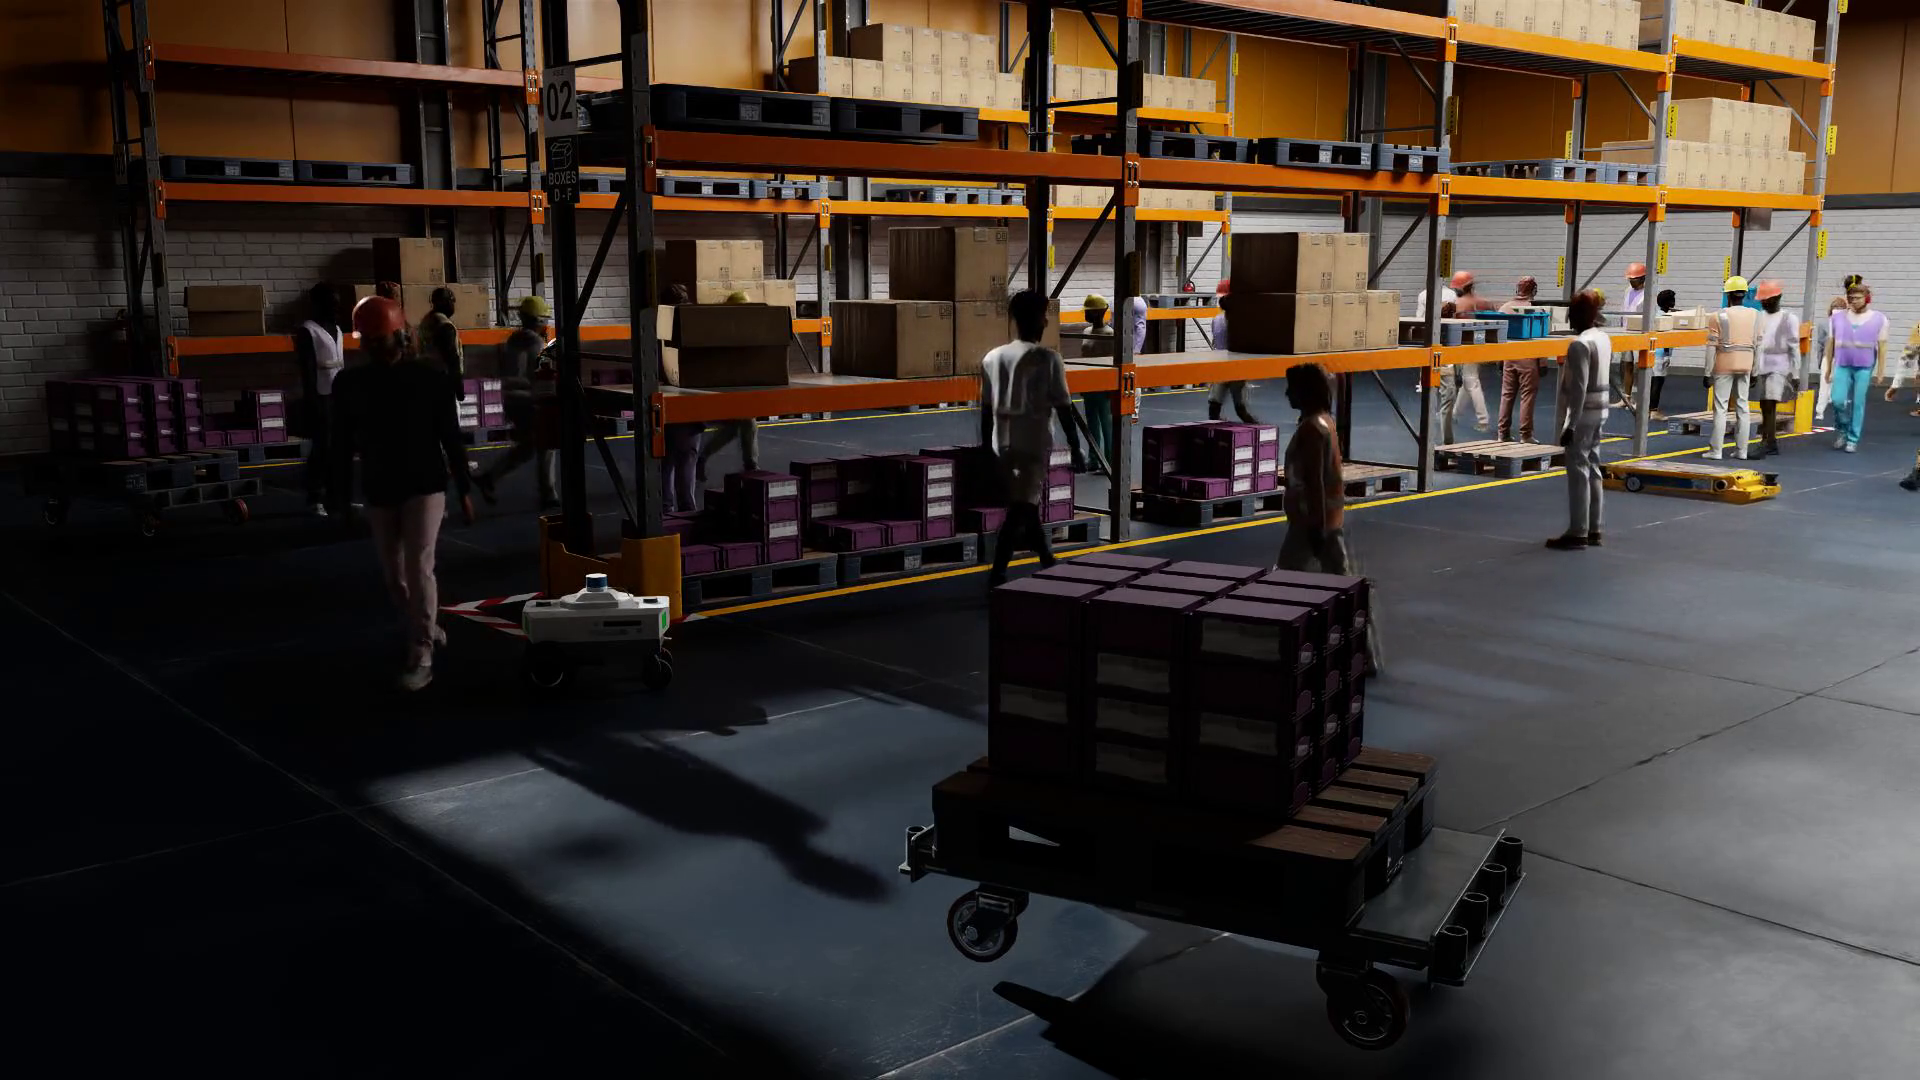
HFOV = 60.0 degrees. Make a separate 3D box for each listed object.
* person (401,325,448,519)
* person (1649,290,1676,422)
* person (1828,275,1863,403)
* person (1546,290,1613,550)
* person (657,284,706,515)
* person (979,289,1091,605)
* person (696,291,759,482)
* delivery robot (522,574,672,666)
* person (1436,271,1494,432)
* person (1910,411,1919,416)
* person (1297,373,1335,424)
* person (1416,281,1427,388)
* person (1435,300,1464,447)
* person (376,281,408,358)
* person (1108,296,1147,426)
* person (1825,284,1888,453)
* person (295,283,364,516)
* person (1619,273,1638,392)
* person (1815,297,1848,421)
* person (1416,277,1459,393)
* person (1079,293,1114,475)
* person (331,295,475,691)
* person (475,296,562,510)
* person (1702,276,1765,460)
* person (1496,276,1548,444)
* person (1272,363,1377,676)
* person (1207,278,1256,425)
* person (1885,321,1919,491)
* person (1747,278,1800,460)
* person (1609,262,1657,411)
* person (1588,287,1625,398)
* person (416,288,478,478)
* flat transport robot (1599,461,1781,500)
[{"bbox_3d":[-4.210,-0.861,12.850,0.515,1.606,0.747,8,13,39],"label":"person"},{"bbox_3d":[9.055,-2.382,21.492,0.317,1.695,0.540,1,10,5],"label":"person"},{"bbox_3d":[12.784,-2.887,23.992,0.383,1.854,0.529,1,10,8],"label":"person"},{"bbox_3d":[4.520,-0.869,12.081,0.337,1.883,0.583,8,12,39],"label":"person"},{"bbox_3d":[-2.167,-1.013,12.854,0.410,1.913,0.643,-9,14,-44],"label":"person"},{"bbox_3d":[0.464,-0.583,10.307,1.008,1.913,0.628,-9,13,-41],"label":"person"},{"bbox_3d":[-2.128,-1.385,15.329,0.723,1.815,0.595,-4,10,-22],"label":"person"},{"bbox_3d":[-1.785,0.410,8.210,0.707,0.478,0.477,-2,10,-9],"label":"delivery robot"},{"bbox_3d":[6.221,-2.308,20.354,0.633,1.933,0.966,-4,11,-24],"label":"person"},{"bbox_3d":[12.828,-2.554,21.808,0.372,1.934,0.627,1,10,7],"label":"person"},{"bbox_3d":[4.501,-2.273,20.844,0.535,1.699,0.321,9,13,41],"label":"person"},{"bbox_3d":[7.610,-3.386,26.846,0.531,1.876,0.317,-9,13,-43],"label":"person"},{"bbox_3d":[5.287,-1.800,18.244,0.311,1.642,0.513,-7,12,-37],"label":"person"},{"bbox_3d":[-5.542,-1.576,16.231,0.355,1.883,0.574,-9,13,-42],"label":"person"},{"bbox_3d":[2.073,-2.399,20.880,0.370,1.940,0.627,-7,12,-34],"label":"person"},{"bbox_3d":[9.659,-1.841,17.948,0.588,1.818,0.465,8,12,38],"label":"person"},{"bbox_3d":[-5.258,-1.151,13.737,0.412,1.911,0.656,1,10,5],"label":"person"},{"bbox_3d":[10.588,-3.333,26.181,0.375,1.997,0.611,3,10,18],"label":"person"},{"bbox_3d":[11.426,-2.365,21.687,0.508,1.594,0.817,6,12,33],"label":"person"},{"bbox_3d":[7.383,-3.218,25.813,0.647,1.897,0.399,0,10,0],"label":"person"},{"bbox_3d":[1.321,-1.515,16.212,0.328,1.767,0.532,-6,11,-29],"label":"person"},{"bbox_3d":[-2.811,-0.270,8.425,0.675,1.946,0.890,-1,10,-4],"label":"person"},{"bbox_3d":[-3.645,-1.125,13.824,0.659,1.804,0.625,-8,13,-39],"label":"person"},{"bbox_3d":[8.051,-1.786,17.364,0.588,1.918,0.396,-1,10,-3],"label":"person"},{"bbox_3d":[6.392,-2.031,18.867,0.402,1.902,0.643,-8,12,-38],"label":"person"},{"bbox_3d":[1.720,-0.092,8.391,0.882,1.588,0.549,4,10,20],"label":"person"},{"bbox_3d":[2.800,-1.718,17.017,0.891,1.907,0.545,-9,13,-43],"label":"person"},{"bbox_3d":[8.868,-1.383,15.133,0.957,1.873,0.587,-6,11,-32],"label":"person"},{"bbox_3d":[8.506,-1.792,17.466,0.559,1.929,0.582,-4,11,-24],"label":"person"},{"bbox_3d":[9.263,-2.784,22.856,0.389,2.036,0.605,-3,10,-17],"label":"person"},{"bbox_3d":[8.990,-2.672,23.171,0.771,1.703,0.490,0,10,2],"label":"person"},{"bbox_3d":[-4.918,-1.519,16.094,0.620,1.813,0.716,-5,11,-29],"label":"person"},{"bbox_3d":[6.520,-0.555,14.965,0.652,0.197,1.431,-9,13,-42],"label":"flat transport robot"}]
